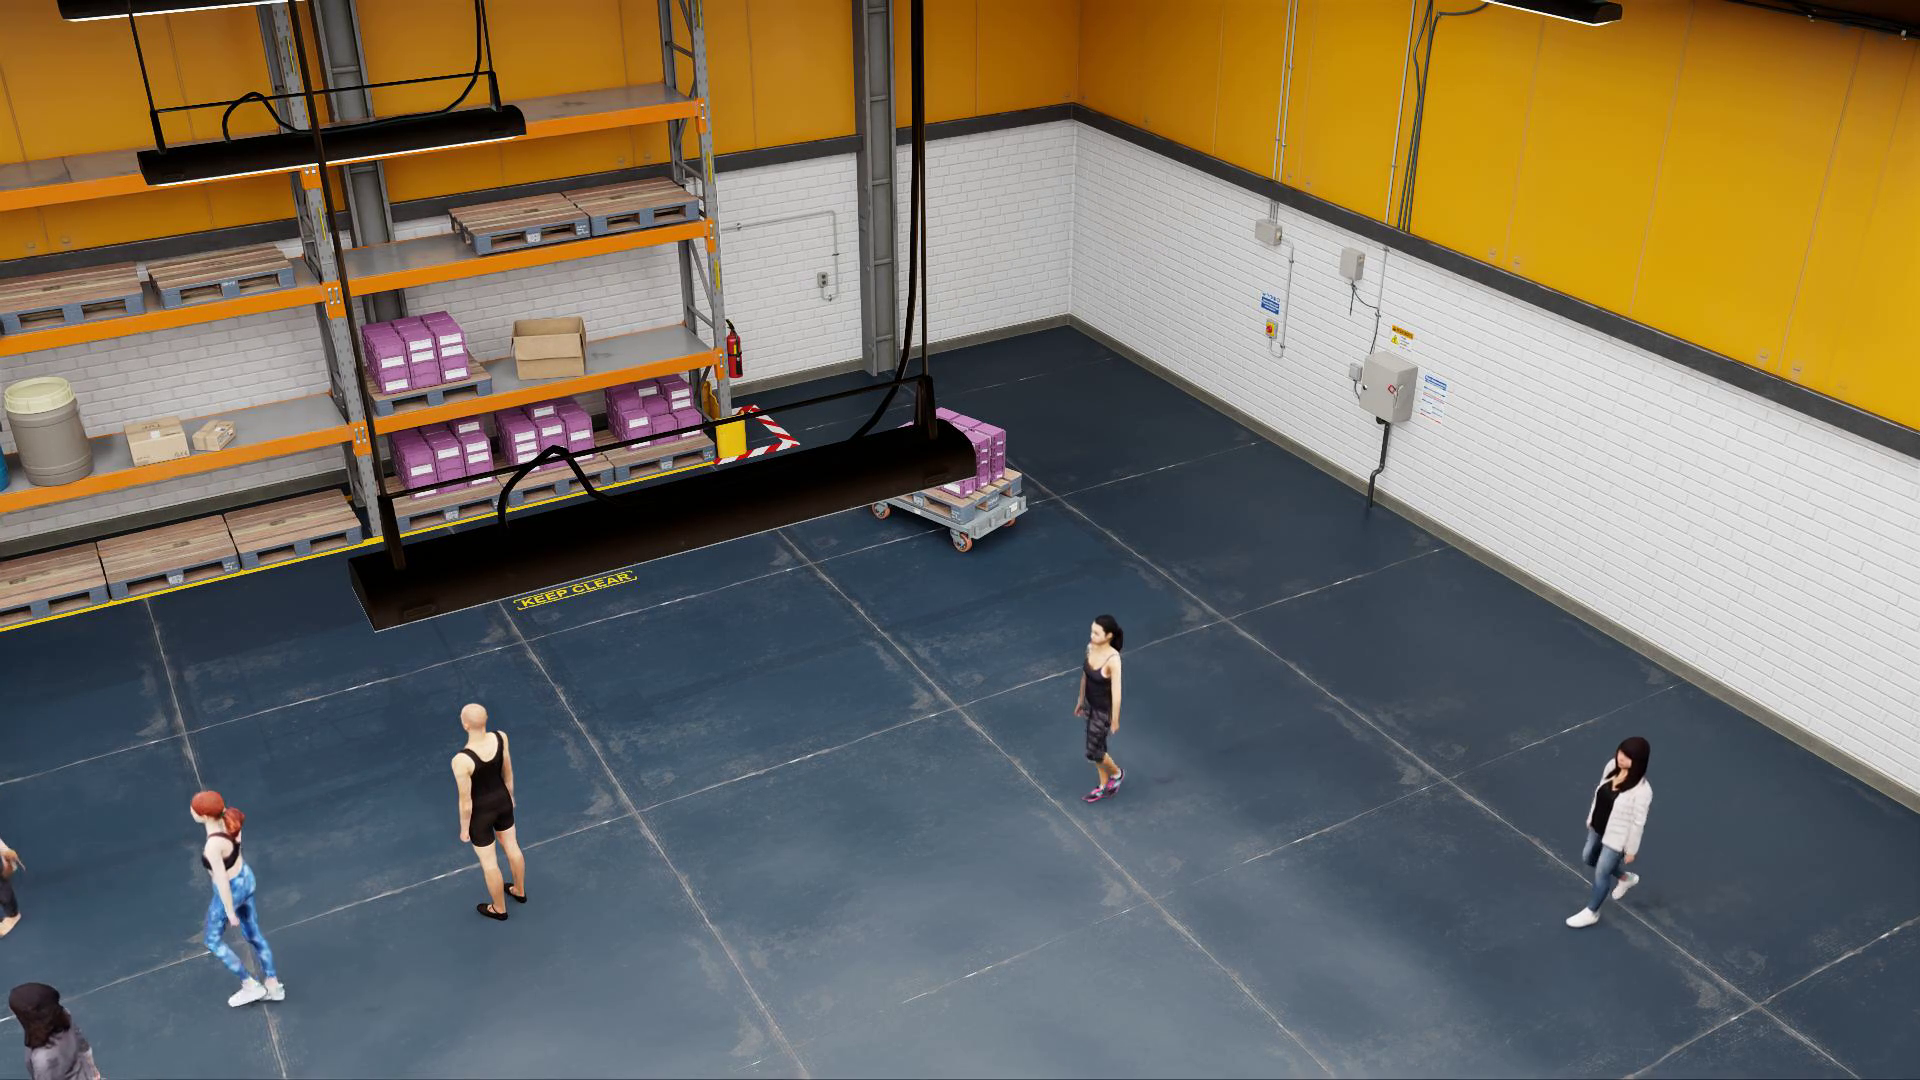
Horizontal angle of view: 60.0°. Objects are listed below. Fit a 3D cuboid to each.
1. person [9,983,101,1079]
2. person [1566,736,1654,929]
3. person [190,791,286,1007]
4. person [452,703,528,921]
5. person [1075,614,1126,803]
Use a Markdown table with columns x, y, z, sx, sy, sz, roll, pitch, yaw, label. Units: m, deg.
| x | y | z | sx | sy | sz | roll | pitch | yaw | label |
| --- | --- | --- | --- | --- | --- | --- | --- | --- | --- |
| -5.074 | 3.257 | 9.706 | 1.076 | 1.739 | 0.874 | -3 | 29 | -6 | person |
| 4.763 | 2.077 | 11.982 | 0.901 | 1.629 | 0.734 | -8 | 30 | -15 | person |
| -4.790 | 2.420 | 11.204 | 0.781 | 1.773 | 0.717 | 3 | 29 | 6 | person |
| -3.398 | 1.952 | 12.017 | 0.780 | 1.816 | 0.630 | 16 | 33 | 27 | person |
| 1.207 | 1.328 | 13.263 | 0.631 | 1.718 | 0.584 | -13 | 31 | -23 | person |
